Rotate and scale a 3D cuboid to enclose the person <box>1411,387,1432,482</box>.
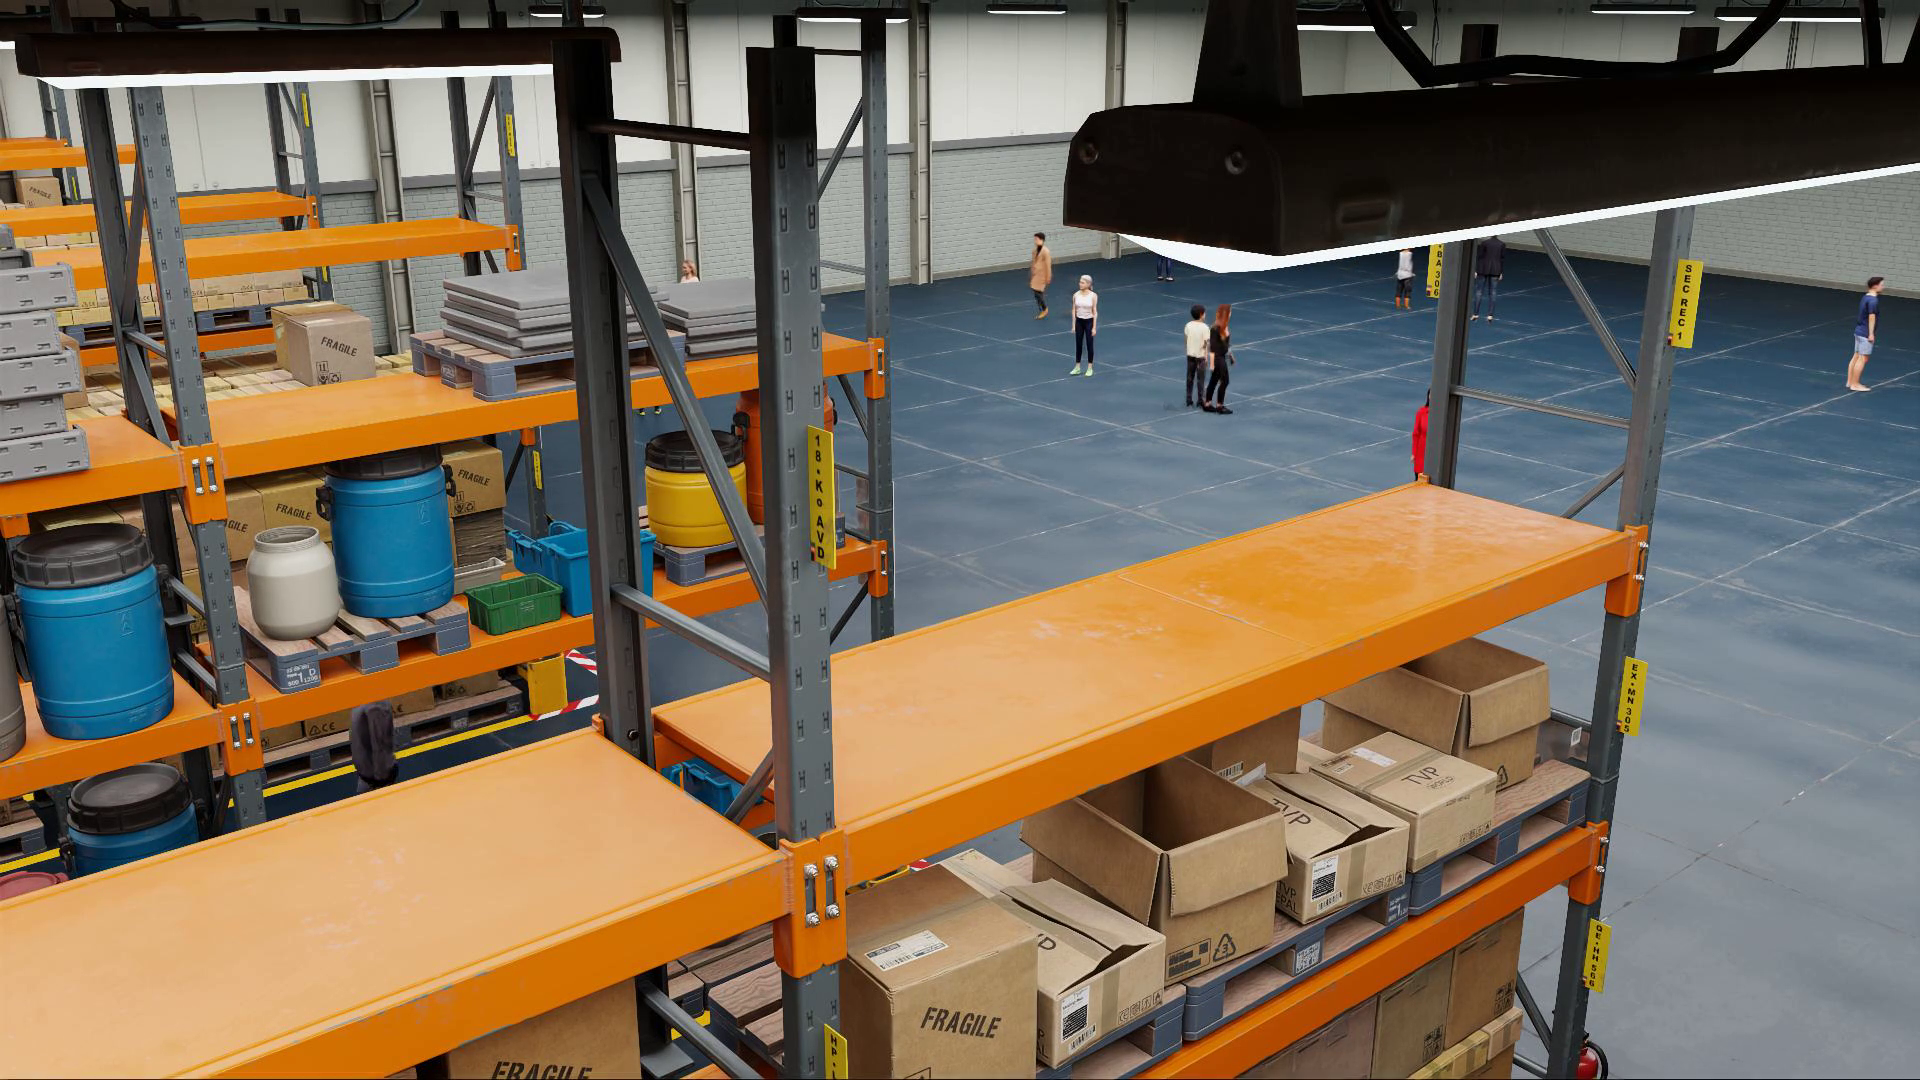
[{"bbox_3d":[5.645,-1.016,19.971,0.723,1.748,0.759,6,19,19],"label":"person"}]

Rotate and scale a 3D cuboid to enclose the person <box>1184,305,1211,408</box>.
[{"bbox_3d":[3.694,-2.870,25.925,0.621,1.587,0.528,15,23,39],"label":"person"}]

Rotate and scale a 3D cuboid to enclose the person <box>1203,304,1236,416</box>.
[{"bbox_3d":[3.863,-2.772,25.462,0.817,1.688,0.791,8,20,24],"label":"person"}]

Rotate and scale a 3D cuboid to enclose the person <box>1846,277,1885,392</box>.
[{"bbox_3d":[14.707,-3.361,27.014,0.761,1.846,0.677,3,18,10],"label":"person"}]

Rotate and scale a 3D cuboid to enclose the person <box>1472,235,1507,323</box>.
[{"bbox_3d":[9.391,-4.775,29.658,0.824,1.782,0.782,3,18,9],"label":"person"}]

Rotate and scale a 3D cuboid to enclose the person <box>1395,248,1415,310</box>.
[{"bbox_3d":[9.166,-5.516,34.265,0.622,1.454,0.605,12,22,33],"label":"person"}]

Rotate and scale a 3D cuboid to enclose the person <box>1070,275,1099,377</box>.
[{"bbox_3d":[2.117,-3.633,28.081,0.665,1.702,0.657,9,20,27],"label":"person"}]

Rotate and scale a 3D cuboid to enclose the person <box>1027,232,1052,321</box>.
[{"bbox_3d":[1.654,-5.233,32.976,0.706,1.715,0.689,-11,21,-31],"label":"person"}]

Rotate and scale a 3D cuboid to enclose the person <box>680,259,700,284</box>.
[{"bbox_3d":[-4.674,-3.972,28.917,0.610,1.830,0.560,14,23,36],"label":"person"}]
